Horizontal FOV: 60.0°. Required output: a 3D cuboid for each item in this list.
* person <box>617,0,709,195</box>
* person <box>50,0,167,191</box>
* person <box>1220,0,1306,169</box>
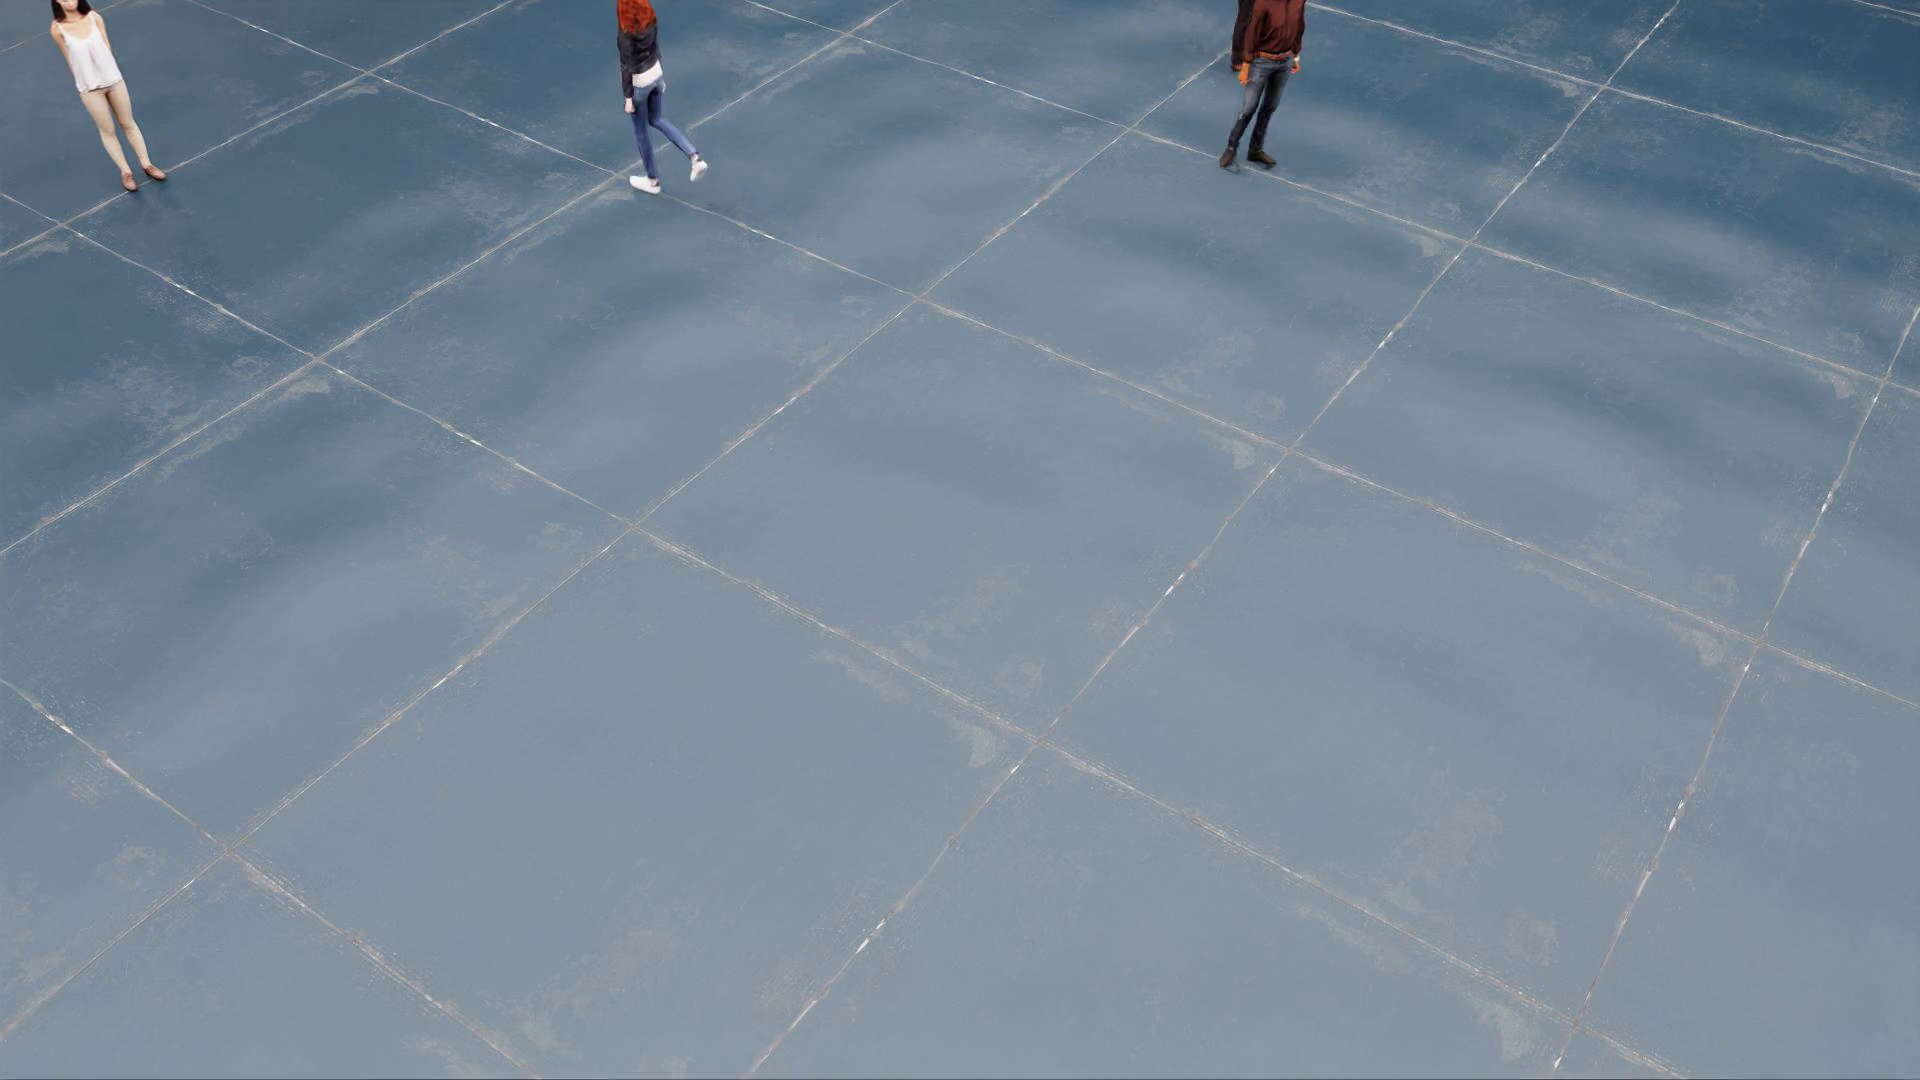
[{"bbox_3d":[-2.297,-3.379,12.535,0.958,1.776,0.663,18,46,19],"label":"person"},{"bbox_3d":[-6.622,-3.523,12.778,0.571,1.654,0.644,26,49,25],"label":"person"},{"bbox_3d":[2.356,-3.718,12.900,0.815,1.773,0.773,-13,45,-14],"label":"person"}]
